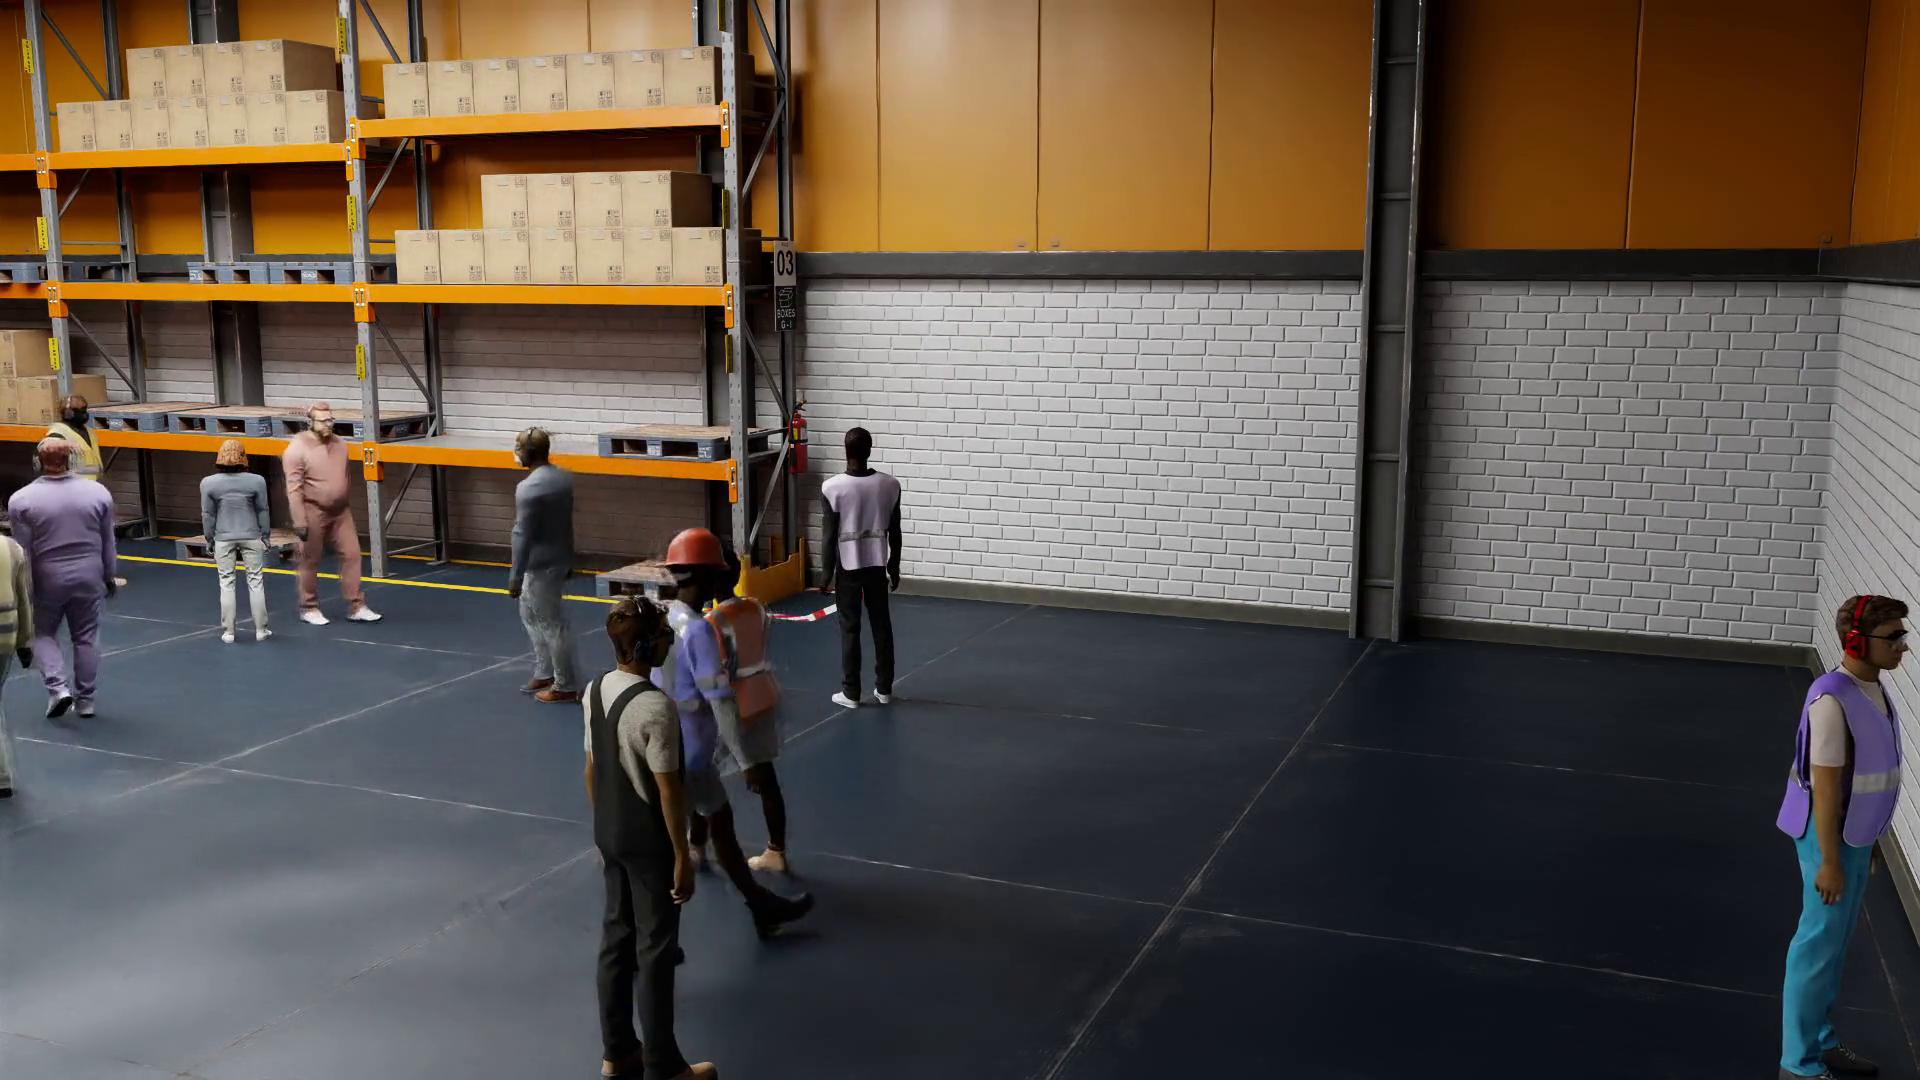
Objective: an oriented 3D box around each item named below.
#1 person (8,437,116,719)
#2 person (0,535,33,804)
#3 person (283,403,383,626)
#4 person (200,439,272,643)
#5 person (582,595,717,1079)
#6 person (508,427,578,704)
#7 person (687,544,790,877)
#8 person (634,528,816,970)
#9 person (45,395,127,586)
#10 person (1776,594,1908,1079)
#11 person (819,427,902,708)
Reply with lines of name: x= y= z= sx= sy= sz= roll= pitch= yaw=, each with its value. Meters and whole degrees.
person: x=-5.923 y=0.259 z=11.016 sx=0.652 sy=1.892 sz=0.430 roll=-8 pitch=12 yaw=-40
person: x=-5.602 y=0.581 z=9.335 sx=0.677 sy=1.809 sz=0.598 roll=3 pitch=10 yaw=17
person: x=-5.215 y=-0.196 z=13.820 sx=0.828 sy=1.873 sz=0.686 roll=5 pitch=11 yaw=29
person: x=-5.782 y=0.009 z=13.317 sx=0.502 sy=1.633 sz=0.280 roll=-4 pitch=10 yaw=-21
person: x=-1.143 y=1.107 z=6.027 sx=0.513 sy=1.845 sz=0.340 roll=8 pitch=13 yaw=42
person: x=-2.915 y=0.184 z=11.382 sx=0.649 sy=1.917 sz=0.653 roll=1 pitch=9 yaw=8
person: x=-1.183 y=0.834 z=8.211 sx=0.774 sy=1.663 sz=0.548 roll=6 pitch=11 yaw=31
person: x=-1.074 y=0.894 z=7.191 sx=1.003 sy=1.874 sz=0.586 roll=-4 pitch=10 yaw=-21
person: x=-8.311 y=-0.468 z=15.669 sx=0.826 sy=1.817 sz=0.642 roll=0 pitch=9 yaw=2
person: x=3.204 y=1.099 z=6.067 sx=0.388 sy=1.847 sz=0.564 roll=8 pitch=12 yaw=39
person: x=-0.669 y=0.191 z=11.353 sx=0.597 sy=1.916 sz=0.370 roll=-5 pitch=10 yaw=-27
